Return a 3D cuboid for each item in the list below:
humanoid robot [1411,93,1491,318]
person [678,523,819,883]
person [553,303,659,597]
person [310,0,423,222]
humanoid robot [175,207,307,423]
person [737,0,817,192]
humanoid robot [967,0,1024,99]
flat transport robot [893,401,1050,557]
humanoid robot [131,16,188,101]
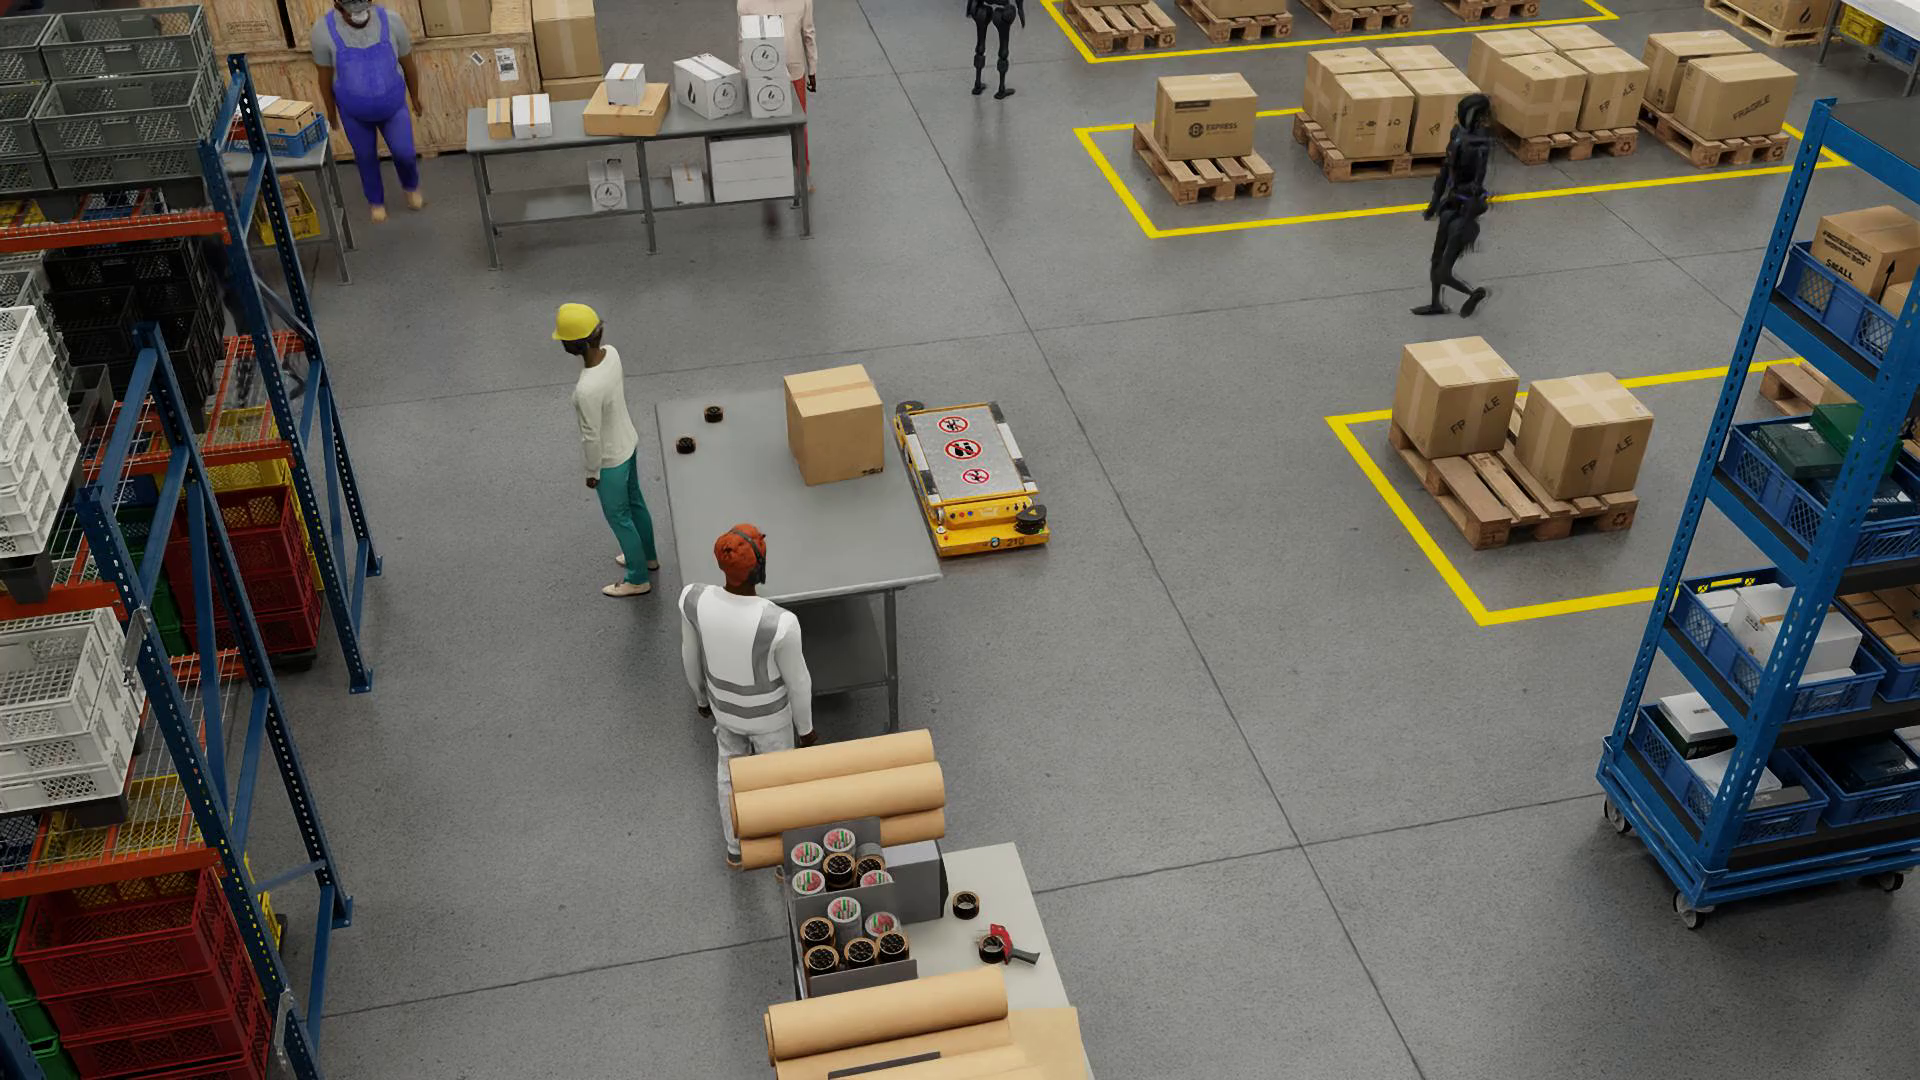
[{"bbox_3d":[3.451,-2.272,11.428,0.432,1.643,0.605,-6,37,-8],"label":"humanoid robot"},{"bbox_3d":[-0.897,0.730,7.218,0.582,1.882,0.339,14,39,18],"label":"person"},{"bbox_3d":[-1.914,-0.482,8.960,0.359,1.753,0.516,3,37,4],"label":"person"},{"bbox_3d":[-4.448,-3.349,12.573,0.714,2.000,0.630,-13,39,-17],"label":"person"},{"bbox_3d":[-4.520,-1.501,10.433,0.623,1.637,0.638,-24,43,-29],"label":"humanoid robot"},{"bbox_3d":[-1.413,-3.662,13.043,0.618,1.987,0.402,-9,38,-12],"label":"person"},{"bbox_3d":[0.303,-4.784,14.801,0.559,1.653,0.304,18,40,22],"label":"humanoid robot"},{"bbox_3d":[0.046,-0.430,10.108,0.652,0.197,1.431,-8,37,-10],"label":"flat transport robot"},{"bbox_3d":[-6.042,-3.193,12.675,0.698,1.644,0.479,20,41,24],"label":"humanoid robot"}]
